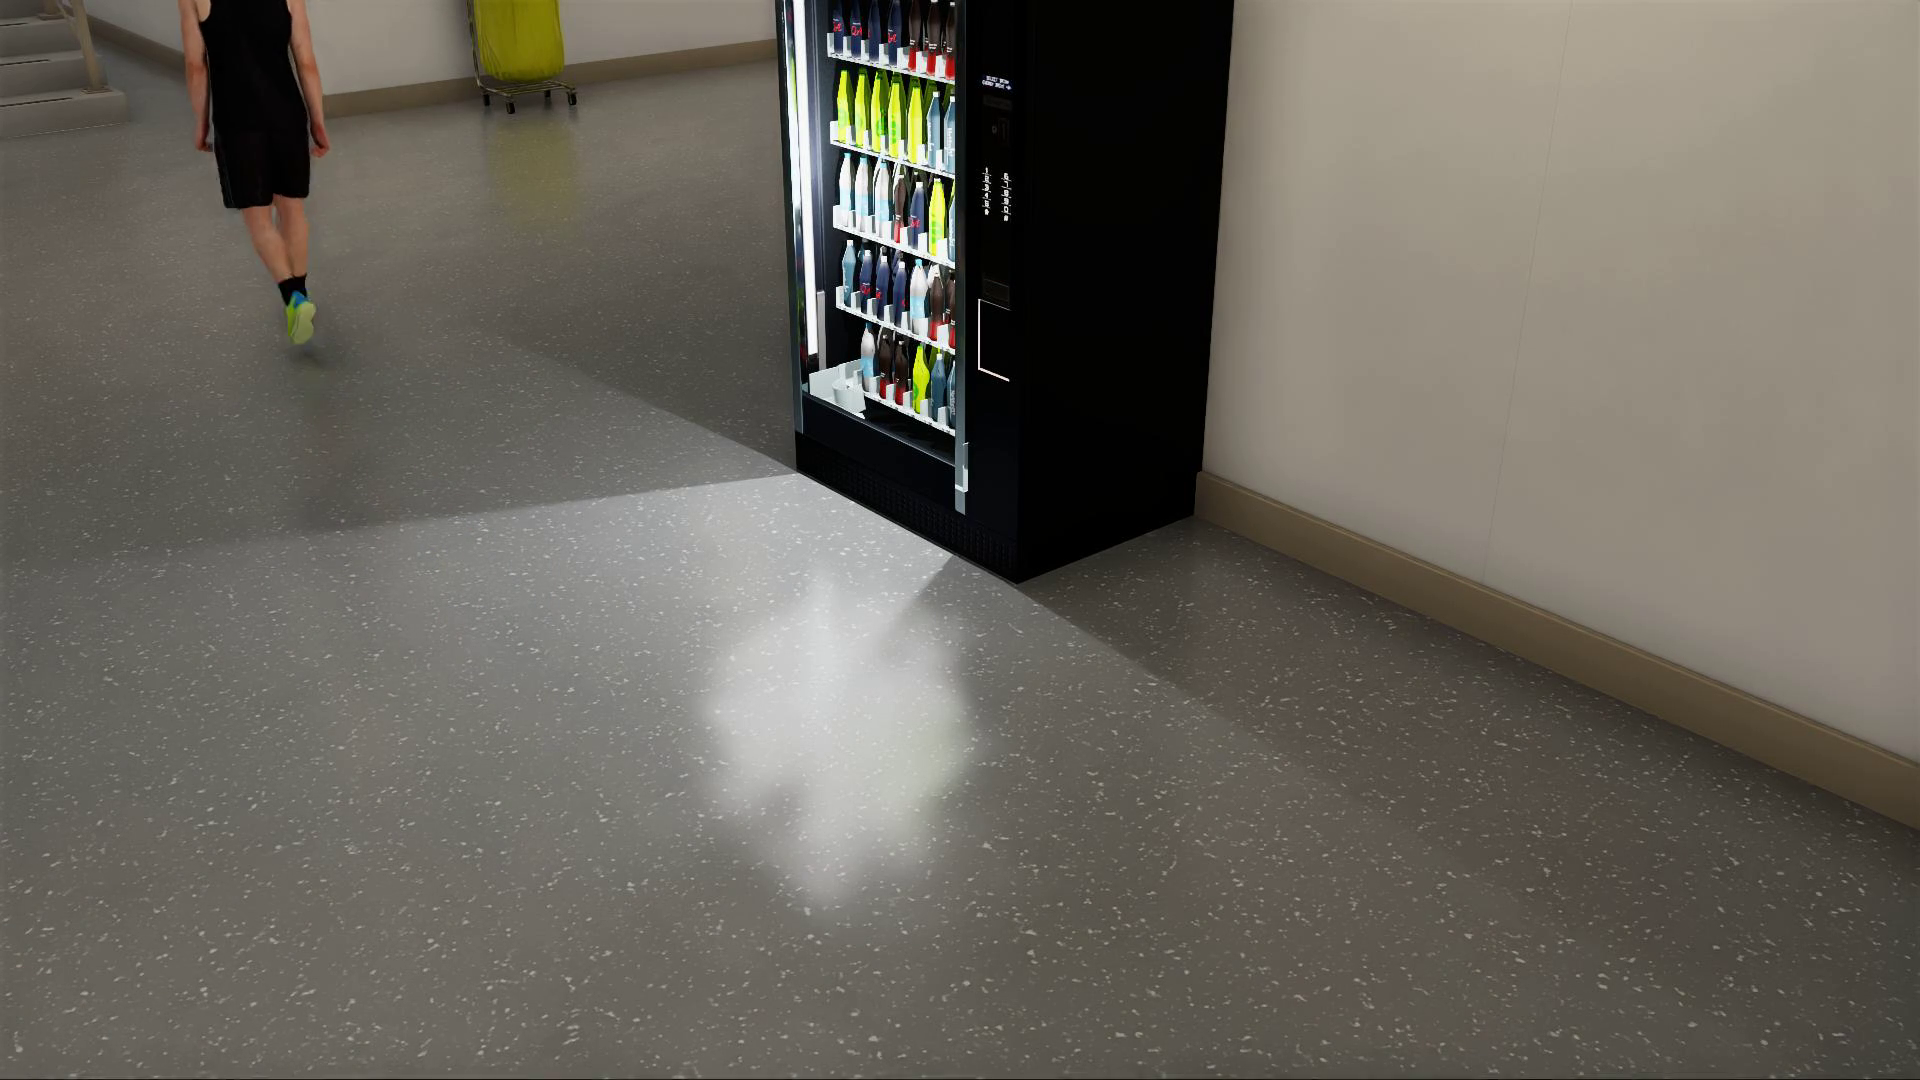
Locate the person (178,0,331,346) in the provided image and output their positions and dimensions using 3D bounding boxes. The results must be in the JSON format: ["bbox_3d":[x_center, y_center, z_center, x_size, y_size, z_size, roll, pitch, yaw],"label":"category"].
[{"bbox_3d":[-2.957,-1.745,7.031,0.766,1.864,1.146,-16,30,-29],"label":"person"}]
